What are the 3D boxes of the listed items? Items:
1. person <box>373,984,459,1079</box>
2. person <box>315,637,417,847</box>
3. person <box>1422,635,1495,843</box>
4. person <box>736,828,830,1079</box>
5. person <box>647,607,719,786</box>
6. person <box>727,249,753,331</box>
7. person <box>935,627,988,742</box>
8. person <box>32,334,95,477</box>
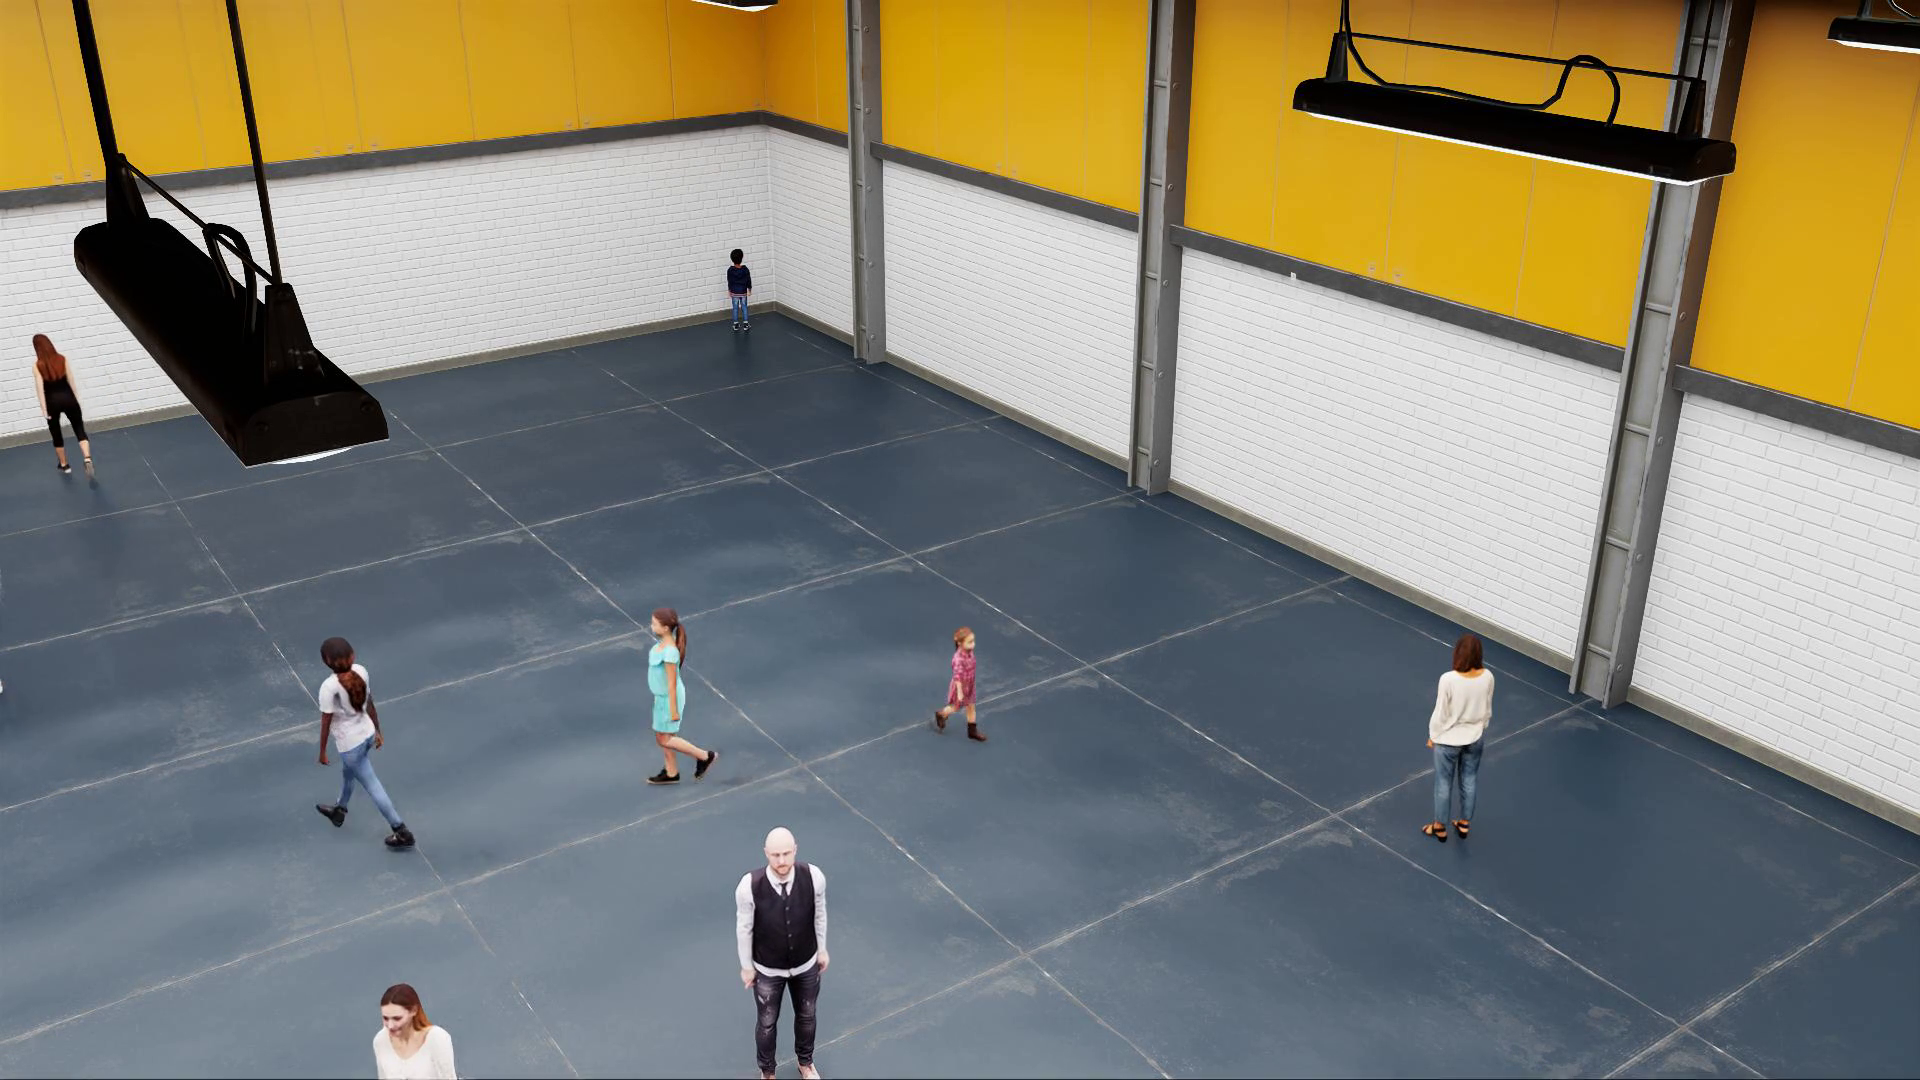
[{"bbox_3d":[-2.780,3.007,8.791,1.026,1.650,1.209,0,24,-1],"label":"person"},{"bbox_3d":[-4.346,1.516,12.163,1.206,1.681,1.034,8,25,18],"label":"person"},{"bbox_3d":[3.687,1.461,12.287,0.696,1.682,0.679,-4,24,-10],"label":"person"},{"bbox_3d":[-1.021,2.481,9.779,0.754,1.823,0.684,-8,25,-18],"label":"person"},{"bbox_3d":[-2.208,1.229,12.986,0.808,1.547,0.828,-3,24,-7],"label":"person"},{"bbox_3d":[-3.288,-3.732,24.743,0.595,1.221,0.622,-2,24,-4],"label":"person"},{"bbox_3d":[-0.007,1.183,13.758,0.755,1.013,0.587,13,27,27],"label":"person"},{"bbox_3d":[-10.302,-1.534,19.106,0.613,1.708,1.002,-19,30,-36],"label":"person"}]
